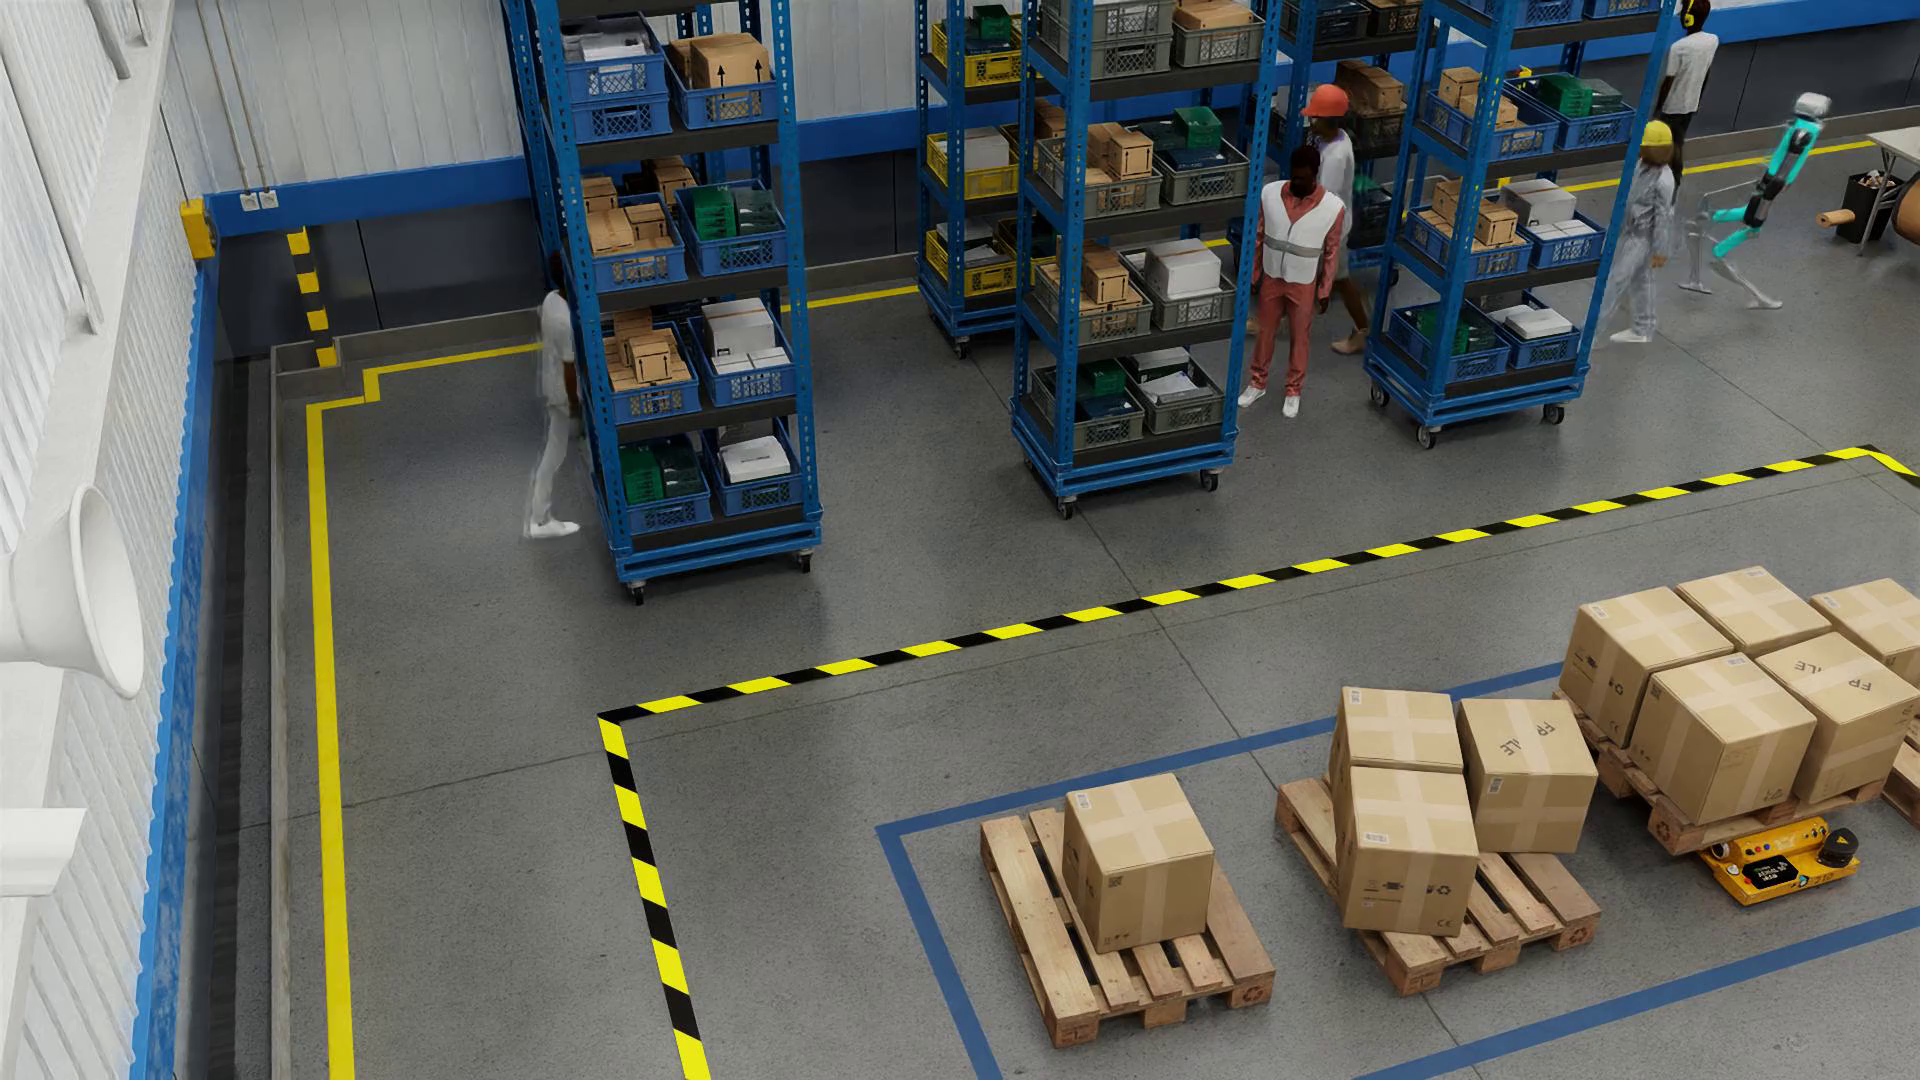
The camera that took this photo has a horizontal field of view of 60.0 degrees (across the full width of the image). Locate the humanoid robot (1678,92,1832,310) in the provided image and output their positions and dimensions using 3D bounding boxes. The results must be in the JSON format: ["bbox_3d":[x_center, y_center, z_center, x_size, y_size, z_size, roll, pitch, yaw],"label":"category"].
[{"bbox_3d":[5.782,-2.512,12.351,0.984,1.716,0.541,18,39,24],"label":"humanoid robot"}]

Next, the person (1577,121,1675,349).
[{"bbox_3d":[4.723,-2.152,11.853,0.841,1.706,0.514,-1,35,-1],"label":"person"}]

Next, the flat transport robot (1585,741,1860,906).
[{"bbox_3d":[3.738,1.188,8.347,0.652,0.197,1.431,-11,37,-15],"label":"flat transport robot"}]

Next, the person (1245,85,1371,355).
[{"bbox_3d":[2.556,-2.228,11.735,1.083,1.982,0.630,3,35,5],"label":"person"}]

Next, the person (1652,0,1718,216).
[{"bbox_3d":[5.930,-3.553,13.716,0.618,1.857,0.322,-17,39,-22],"label":"person"}]

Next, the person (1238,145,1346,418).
[{"bbox_3d":[2.206,-1.735,11.089,0.587,1.914,0.393,17,39,22],"label":"person"}]

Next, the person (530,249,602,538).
[{"bbox_3d":[-2.288,-0.869,9.945,0.924,1.809,0.531,-21,40,-26],"label":"person"}]
